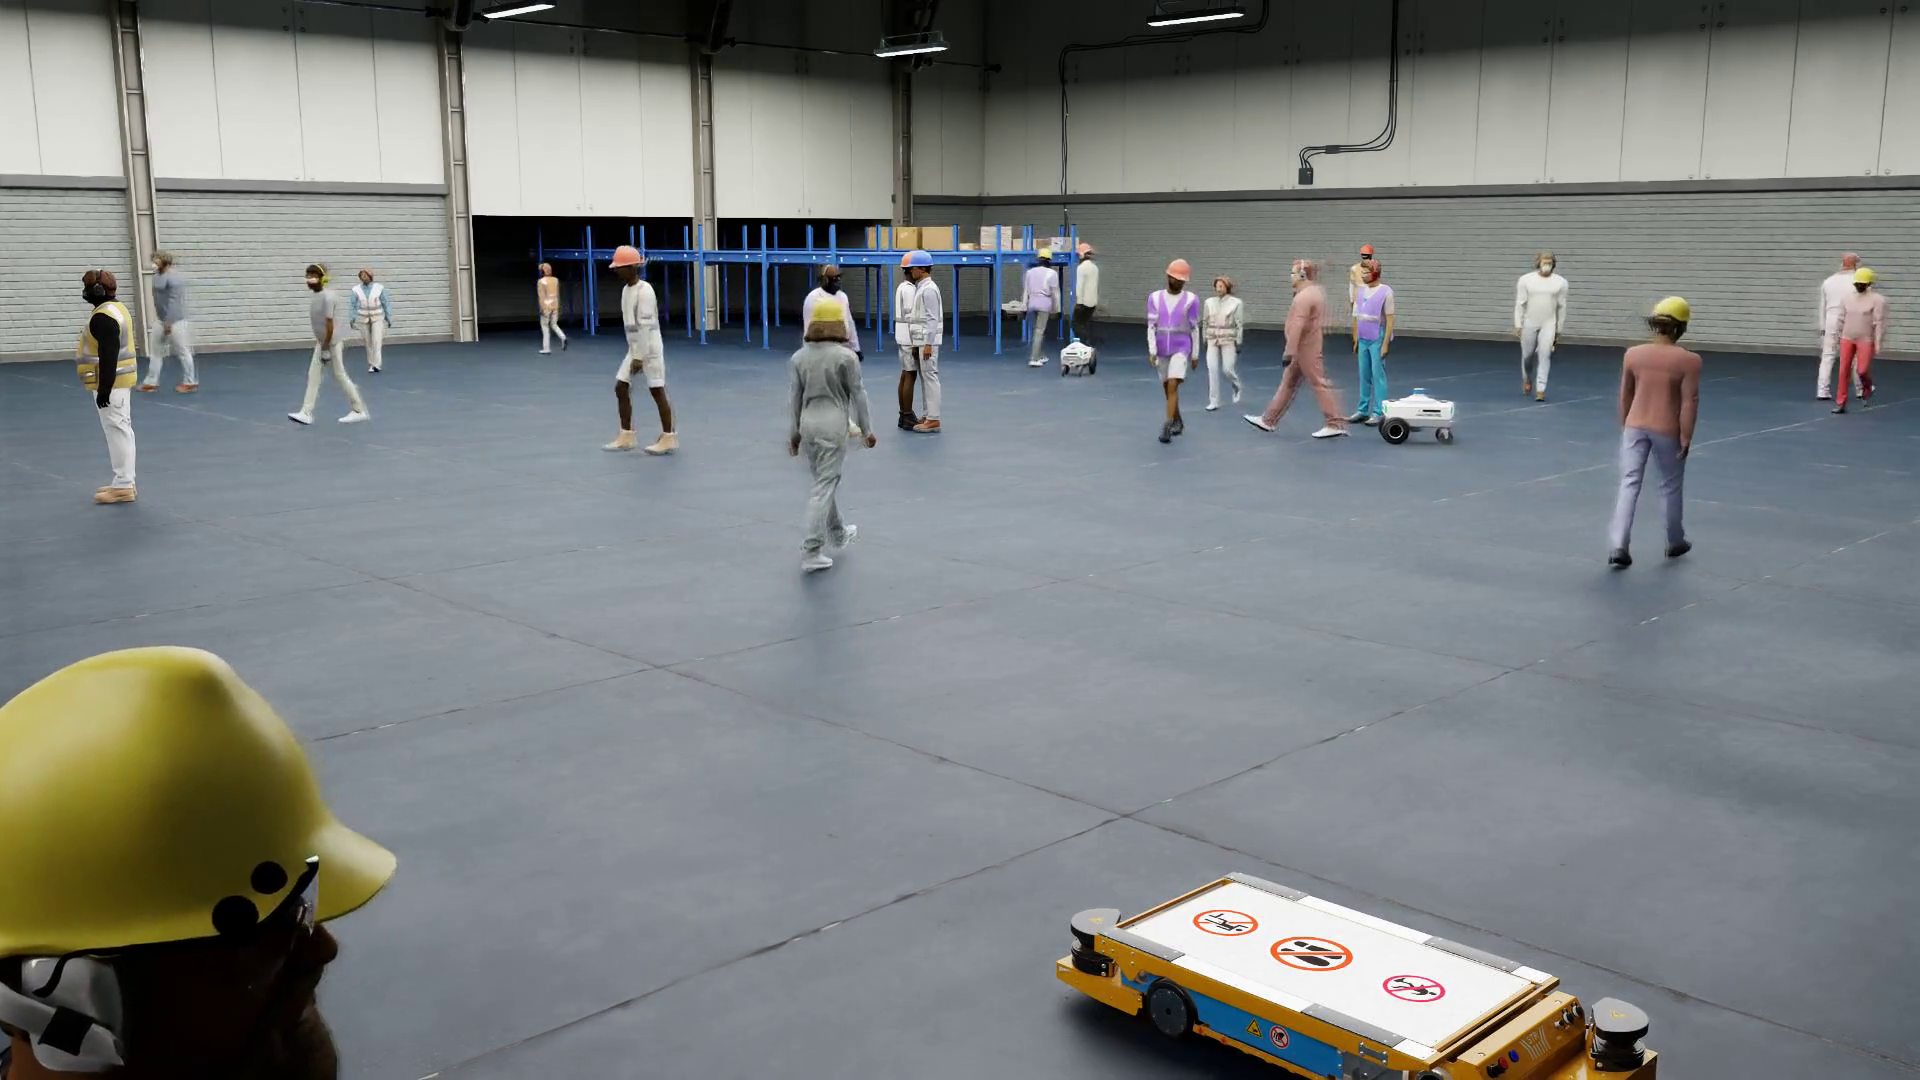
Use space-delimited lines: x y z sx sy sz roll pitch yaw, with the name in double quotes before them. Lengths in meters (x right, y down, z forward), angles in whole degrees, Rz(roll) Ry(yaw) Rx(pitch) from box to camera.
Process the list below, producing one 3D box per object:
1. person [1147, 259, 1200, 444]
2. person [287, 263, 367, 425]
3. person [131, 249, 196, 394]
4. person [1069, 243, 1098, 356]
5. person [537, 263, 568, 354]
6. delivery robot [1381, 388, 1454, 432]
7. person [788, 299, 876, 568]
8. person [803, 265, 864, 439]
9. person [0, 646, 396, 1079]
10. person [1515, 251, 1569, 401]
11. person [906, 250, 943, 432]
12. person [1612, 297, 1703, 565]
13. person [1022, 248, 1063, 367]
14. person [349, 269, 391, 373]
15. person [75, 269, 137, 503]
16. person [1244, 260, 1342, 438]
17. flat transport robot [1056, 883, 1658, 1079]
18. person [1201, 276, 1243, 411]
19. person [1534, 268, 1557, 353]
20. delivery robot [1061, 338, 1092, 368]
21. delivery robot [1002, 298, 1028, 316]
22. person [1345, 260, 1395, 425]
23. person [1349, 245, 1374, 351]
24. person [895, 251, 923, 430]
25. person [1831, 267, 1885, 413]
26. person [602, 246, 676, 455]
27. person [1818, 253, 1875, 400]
"person" 2.233 -1.993 17.383 0.531 1.882 1.024 4 11 20
"person" -7.119 -2.178 18.574 0.586 1.797 0.967 9 14 40
"person" -10.641 -2.887 22.102 0.642 1.908 0.912 9 14 40
"person" 2.097 -4.005 28.053 0.438 1.970 0.632 7 12 32
"person" -7.322 -4.146 29.761 0.499 1.623 0.531 6 12 31
"delivery robot" 4.719 -1.321 17.148 0.707 0.478 0.477 2 11 9
"person" -0.824 -0.700 10.788 0.503 1.698 0.900 6 12 28
"person" -1.271 -1.957 17.364 0.902 1.798 0.622 5 12 27
"person" -0.573 0.976 1.272 0.404 1.834 0.591 -2 11 -10
"person" 7.529 -2.790 21.580 0.635 1.920 0.784 3 11 18
"person" -0.385 -2.154 18.026 0.405 1.946 0.610 -2 11 -8
"person" 4.499 -0.704 10.741 0.535 1.720 0.900 9 14 41
"person" 1.375 -3.773 26.997 0.605 1.888 0.844 8 13 38
"person" -9.081 -3.359 25.570 0.551 1.584 0.863 -1 10 -8
"person" -6.818 -1.236 13.313 0.429 1.844 0.626 -4 11 -20
"person" 3.555 -2.007 17.492 1.069 1.843 0.673 3 11 16
"flat transport robot" 1.002 1.205 4.401 0.652 0.197 1.431 -10 14 -44
"person" 3.217 -2.404 20.291 0.520 1.628 0.476 7 12 33
"person" 10.573 -4.217 29.973 0.532 1.693 0.319 -2 11 -13
"delivery robot" 1.779 -2.835 25.387 0.477 0.478 0.707 3 10 16
"delivery robot" 1.381 -5.810 41.623 0.477 0.478 0.707 -10 14 -44
"person" 4.645 -2.217 18.668 0.392 1.837 0.564 -5 11 -24
"person" 7.398 -4.418 30.400 0.552 1.937 0.356 6 12 32
"person" -0.521 -2.187 18.233 0.361 1.938 0.545 -2 11 -12
"person" 10.714 -2.375 19.805 0.545 1.734 0.586 -9 13 -39
"person" -3.132 -1.808 15.992 0.833 2.000 0.614 -8 13 -36
"person" 11.509 -2.753 21.516 0.883 1.868 0.675 -7 12 -32
